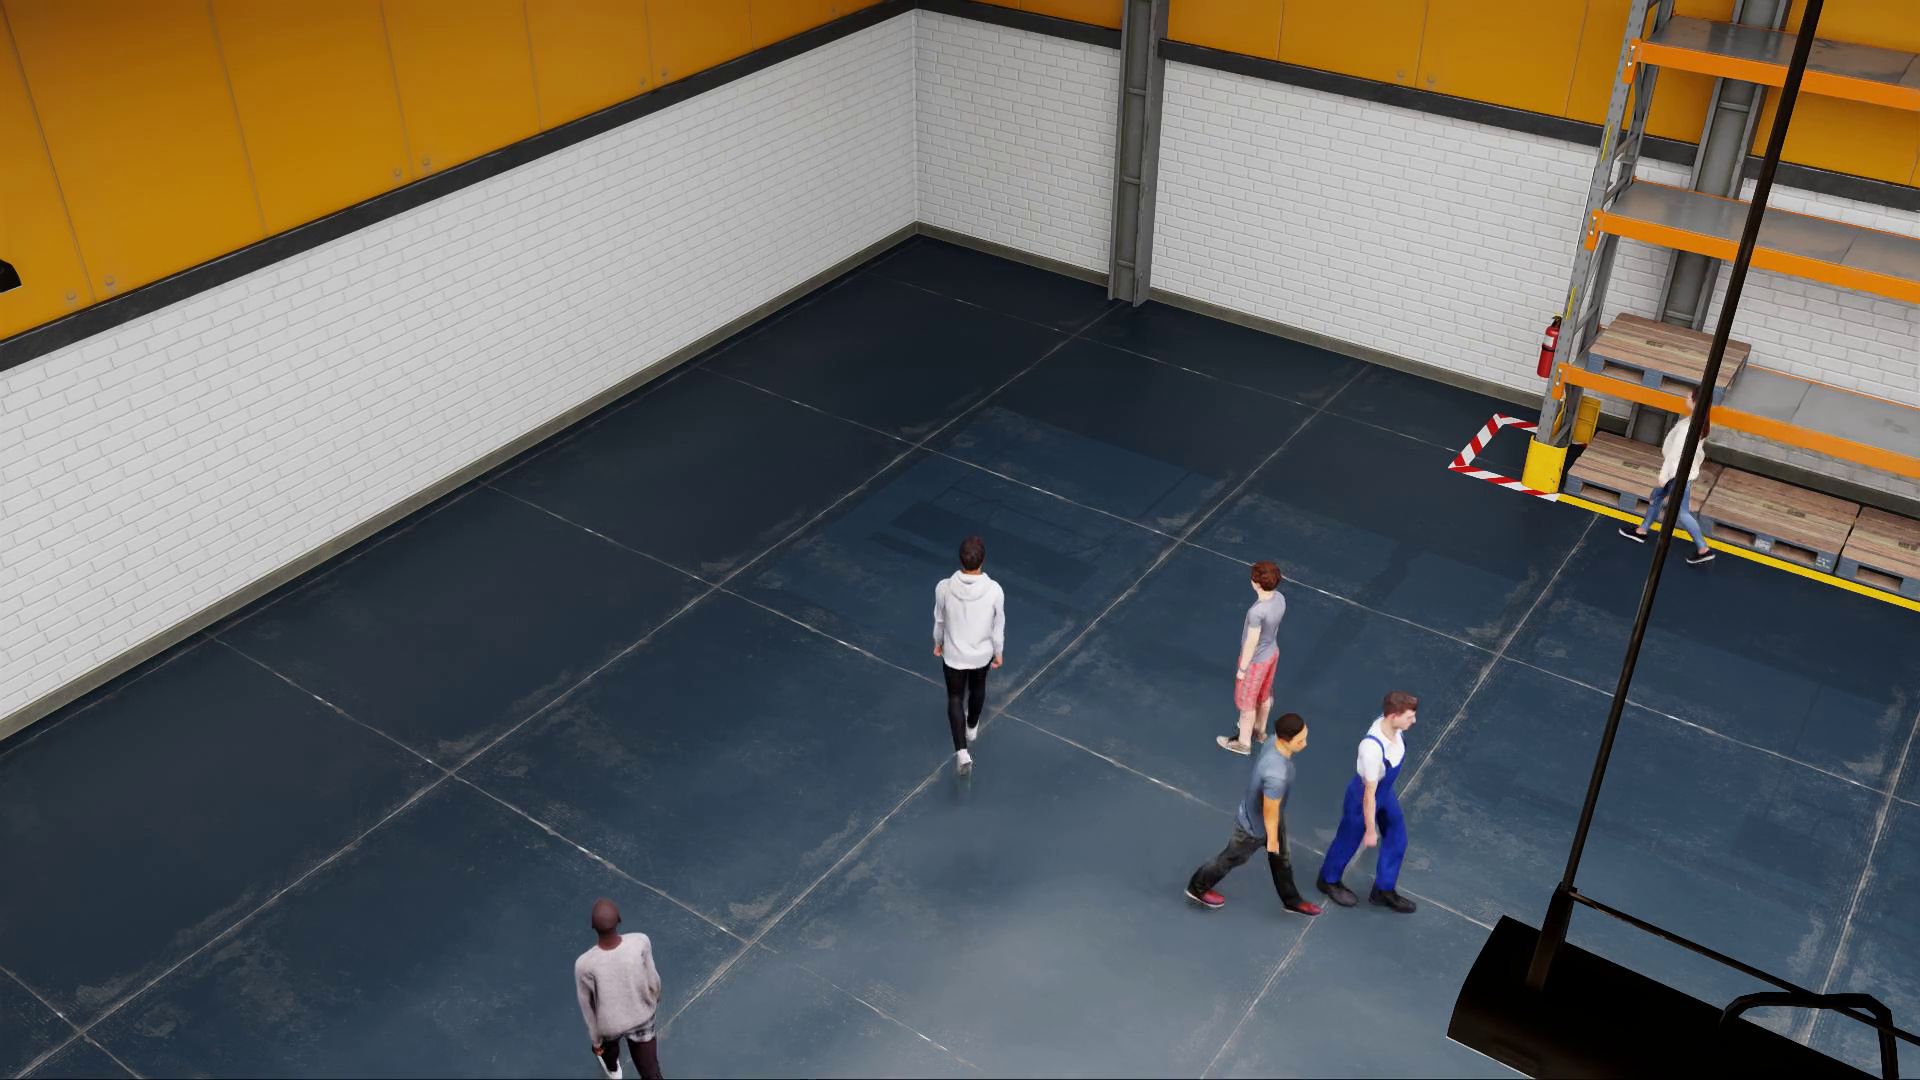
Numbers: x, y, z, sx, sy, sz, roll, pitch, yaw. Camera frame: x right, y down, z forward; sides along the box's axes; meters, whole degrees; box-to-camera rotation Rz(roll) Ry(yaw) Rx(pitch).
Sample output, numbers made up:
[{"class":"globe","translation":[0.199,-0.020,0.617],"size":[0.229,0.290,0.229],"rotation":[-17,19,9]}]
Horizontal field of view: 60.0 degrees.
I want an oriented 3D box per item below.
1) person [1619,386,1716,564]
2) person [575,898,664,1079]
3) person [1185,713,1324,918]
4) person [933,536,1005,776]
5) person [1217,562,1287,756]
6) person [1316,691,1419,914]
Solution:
[{"class":"person","translation":[6.394,-0.541,14.592],"size":[1.120,1.661,0.693],"rotation":[26,41,33]},{"class":"person","translation":[-1.883,2.806,9.499],"size":[1.023,1.723,1.271],"rotation":[-15,37,-22]},{"class":"person","translation":[1.890,1.802,10.976],"size":[1.228,1.761,0.868],"rotation":[9,35,13]},{"class":"person","translation":[0.057,0.867,12.252],"size":[1.188,1.906,1.159],"rotation":[0,34,0]},{"class":"person","translation":[2.243,0.885,12.457],"size":[0.576,1.650,0.629],"rotation":[24,40,31]},{"class":"person","translation":[2.646,1.697,11.079],"size":[0.889,1.822,0.658],"rotation":[22,40,30]}]
